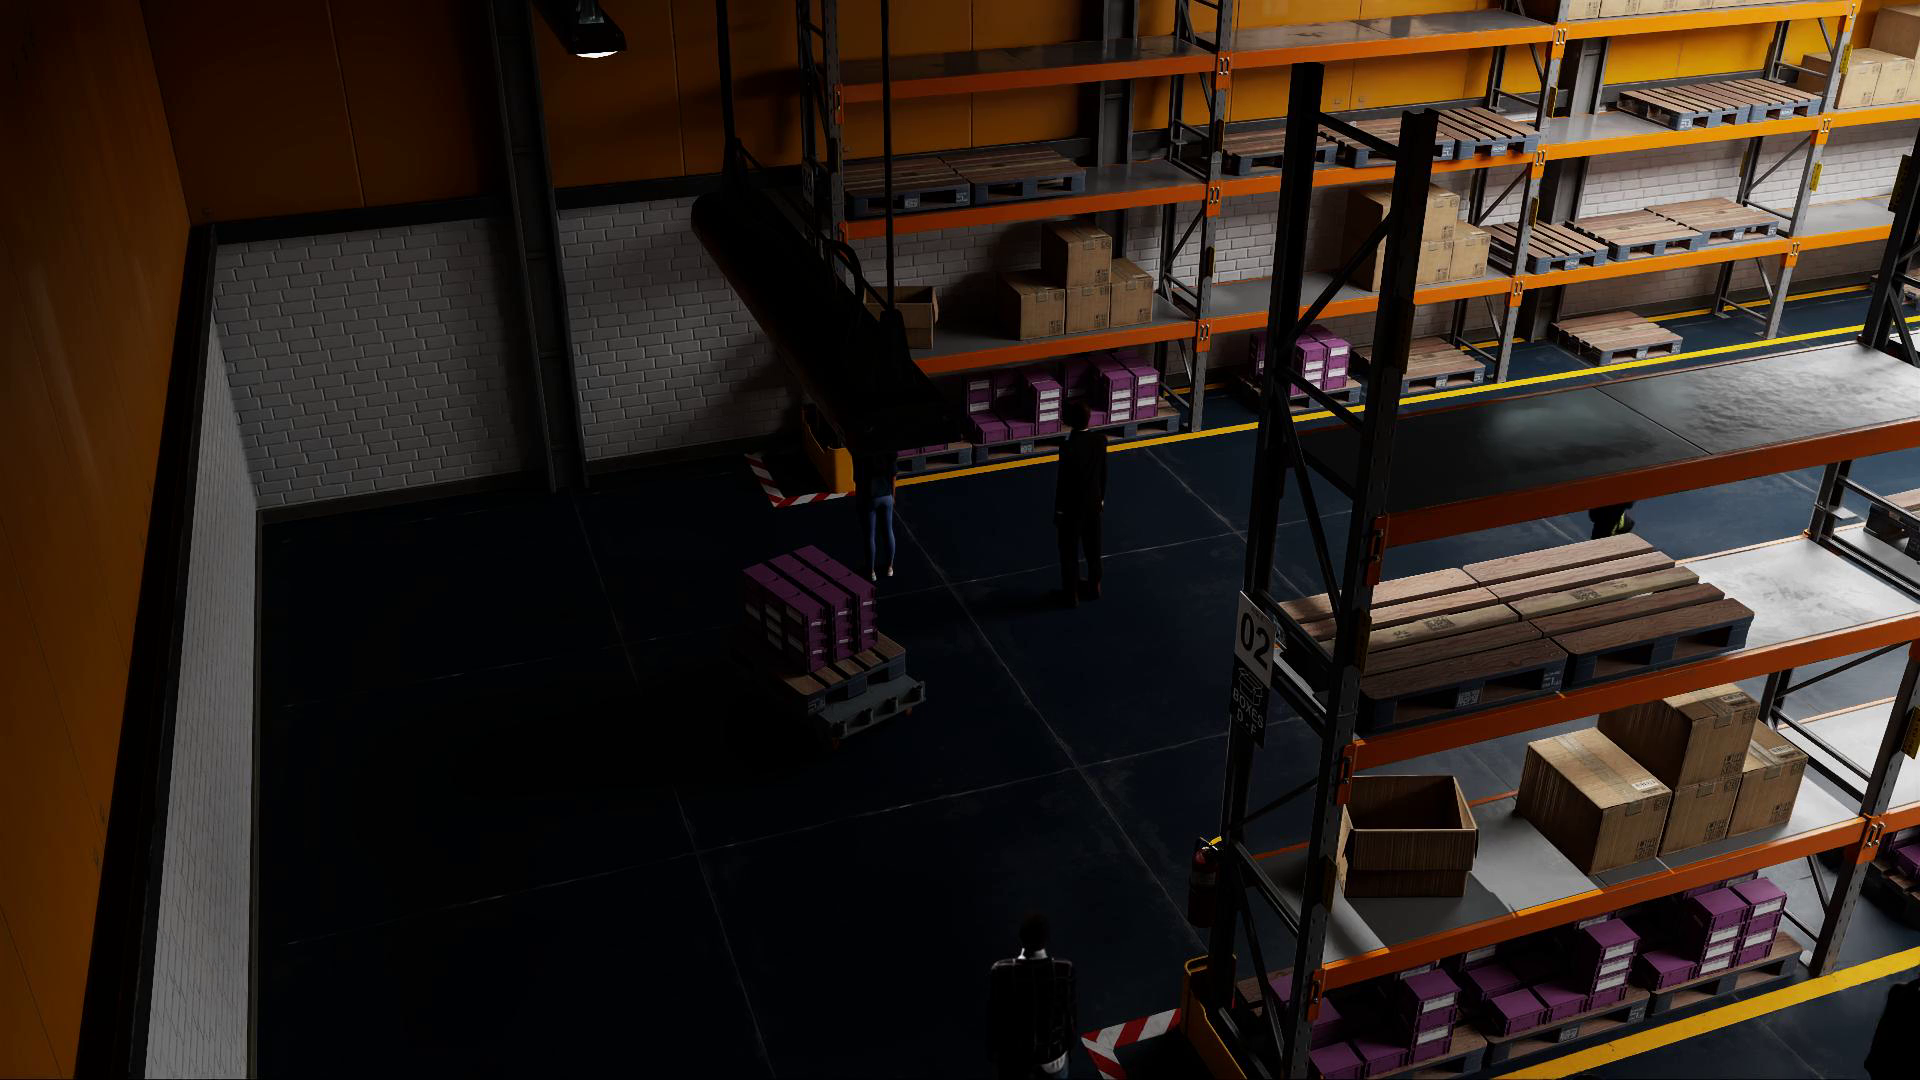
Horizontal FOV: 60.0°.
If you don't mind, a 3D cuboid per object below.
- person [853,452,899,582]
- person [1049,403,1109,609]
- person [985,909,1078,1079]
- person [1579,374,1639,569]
[{"bbox_3d":[-0.770,-0.388,15.167,0.531,1.617,0.657,-11,31,-20],"label":"person"},{"bbox_3d":[1.072,-0.323,14.751,0.610,1.902,0.785,-17,33,-28],"label":"person"},{"bbox_3d":[0.398,2.801,9.118,0.672,1.813,0.805,2,29,4],"label":"person"},{"bbox_3d":[6.076,-0.627,15.255,1.158,1.953,0.908,-17,33,-28],"label":"person"}]
